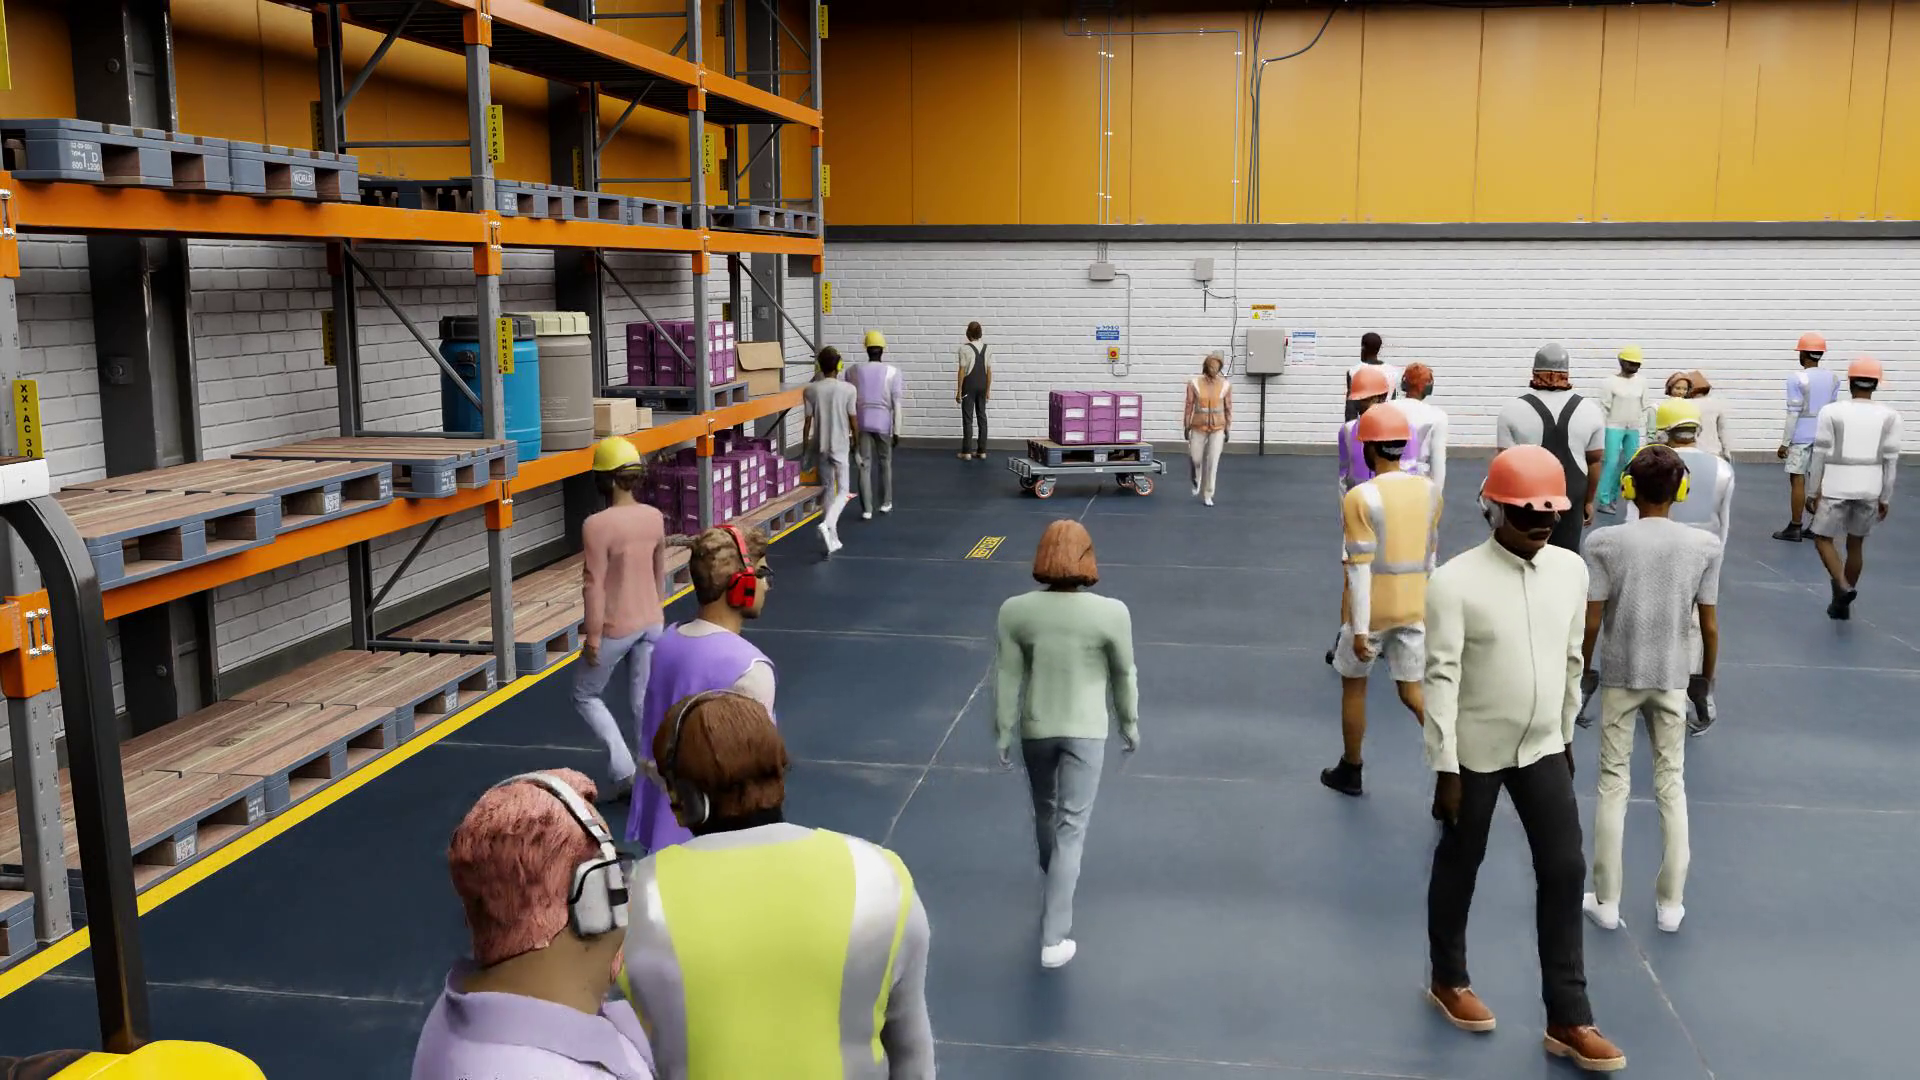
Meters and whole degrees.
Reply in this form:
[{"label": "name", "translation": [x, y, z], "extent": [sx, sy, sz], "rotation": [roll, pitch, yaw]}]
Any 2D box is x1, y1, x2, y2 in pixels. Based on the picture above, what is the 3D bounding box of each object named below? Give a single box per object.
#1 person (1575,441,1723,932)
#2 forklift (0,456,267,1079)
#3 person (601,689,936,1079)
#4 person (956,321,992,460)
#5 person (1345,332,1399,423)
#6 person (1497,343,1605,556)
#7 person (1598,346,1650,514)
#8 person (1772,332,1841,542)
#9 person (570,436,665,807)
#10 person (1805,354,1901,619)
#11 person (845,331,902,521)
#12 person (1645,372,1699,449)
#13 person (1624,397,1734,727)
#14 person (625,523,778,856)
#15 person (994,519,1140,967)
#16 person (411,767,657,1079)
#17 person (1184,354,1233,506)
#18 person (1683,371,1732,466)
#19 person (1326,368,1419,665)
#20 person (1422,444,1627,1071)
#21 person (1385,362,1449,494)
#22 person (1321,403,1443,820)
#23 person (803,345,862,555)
[{"label": "person", "translation": [2.600, 0.561, 6.332], "extent": [0.534, 1.864, 0.310], "rotation": [2, 9, 10]}, {"label": "forklift", "translation": [-2.328, 0.975, 2.765], "extent": [2.313, 2.155, 1.214], "rotation": [1, 9, 9]}, {"label": "person", "translation": [-0.358, 1.152, 2.969], "extent": [0.652, 1.784, 0.946], "rotation": [-3, 10, -15]}, {"label": "person", "translation": [0.190, -1.982, 22.120], "extent": [0.509, 1.842, 0.350], "rotation": [-6, 11, -31]}, {"label": "person", "translation": [4.049, -1.088, 16.378], "extent": [0.594, 1.907, 0.480], "rotation": [-3, 10, -19]}, {"label": "person", "translation": [3.864, -0.291, 11.040], "extent": [0.688, 2.000, 0.536], "rotation": [1, 9, 4]}, {"label": "person", "translation": [6.846, -1.145, 17.241], "extent": [0.531, 1.741, 0.520], "rotation": [-2, 9, -13]}, {"label": "person", "translation": [7.831, -0.948, 15.410], "extent": [0.543, 1.939, 0.362], "rotation": [-3, 10, -16]}, {"label": "person", "translation": [-1.564, 0.398, 7.685], "extent": [0.396, 1.749, 0.544], "rotation": [6, 11, 32]}, {"label": "person", "translation": [6.325, -0.353, 11.781], "extent": [0.563, 1.923, 0.650], "rotation": [2, 9, 12]}, {"label": "person", "translation": [-0.878, -1.168, 16.926], "extent": [0.606, 1.890, 0.919], "rotation": [0, 9, 2]}, {"label": "person", "translation": [6.160, -0.638, 14.419], "extent": [0.512, 1.639, 0.311], "rotation": [-2, 10, -14]}, {"label": "person", "translation": [3.951, 0.117, 9.238], "extent": [0.611, 1.812, 0.532], "rotation": [0, 9, 1]}, {"label": "person", "translation": [-0.684, 0.868, 4.573], "extent": [0.421, 1.825, 0.574], "rotation": [-6, 11, -32]}, {"label": "person", "translation": [0.410, 0.715, 6.220], "extent": [0.506, 1.593, 0.847], "rotation": [4, 10, 21]}, {"label": "person", "translation": [-0.493, 1.228, 2.200], "extent": [0.745, 1.867, 0.664], "rotation": [-4, 10, -21]}, {"label": "person", "translation": [2.662, -1.193, 17.856], "extent": [0.519, 1.618, 0.502], "rotation": [1, 9, 5]}, {"label": "person", "translation": [6.849, -0.775, 15.447], "extent": [0.563, 1.566, 0.897], "rotation": [-4, 10, -22]}, {"label": "person", "translation": [2.596, -0.132, 10.515], "extent": [0.560, 1.883, 0.982], "rotation": [5, 11, 30]}, {"label": "person", "translation": [1.776, 0.686, 5.236], "extent": [0.662, 1.958, 0.876], "rotation": [-3, 10, -17]}, {"label": "person", "translation": [3.210, -0.358, 12.033], "extent": [0.595, 1.851, 0.473], "rotation": [6, 11, 33]}, {"label": "person", "translation": [2.024, 0.324, 7.673], "extent": [0.555, 1.904, 0.865], "rotation": [-4, 10, -22]}, {"label": "person", "translation": [-1.149, -0.778, 14.621], "extent": [0.508, 1.856, 0.728], "rotation": [3, 10, 16]}]
